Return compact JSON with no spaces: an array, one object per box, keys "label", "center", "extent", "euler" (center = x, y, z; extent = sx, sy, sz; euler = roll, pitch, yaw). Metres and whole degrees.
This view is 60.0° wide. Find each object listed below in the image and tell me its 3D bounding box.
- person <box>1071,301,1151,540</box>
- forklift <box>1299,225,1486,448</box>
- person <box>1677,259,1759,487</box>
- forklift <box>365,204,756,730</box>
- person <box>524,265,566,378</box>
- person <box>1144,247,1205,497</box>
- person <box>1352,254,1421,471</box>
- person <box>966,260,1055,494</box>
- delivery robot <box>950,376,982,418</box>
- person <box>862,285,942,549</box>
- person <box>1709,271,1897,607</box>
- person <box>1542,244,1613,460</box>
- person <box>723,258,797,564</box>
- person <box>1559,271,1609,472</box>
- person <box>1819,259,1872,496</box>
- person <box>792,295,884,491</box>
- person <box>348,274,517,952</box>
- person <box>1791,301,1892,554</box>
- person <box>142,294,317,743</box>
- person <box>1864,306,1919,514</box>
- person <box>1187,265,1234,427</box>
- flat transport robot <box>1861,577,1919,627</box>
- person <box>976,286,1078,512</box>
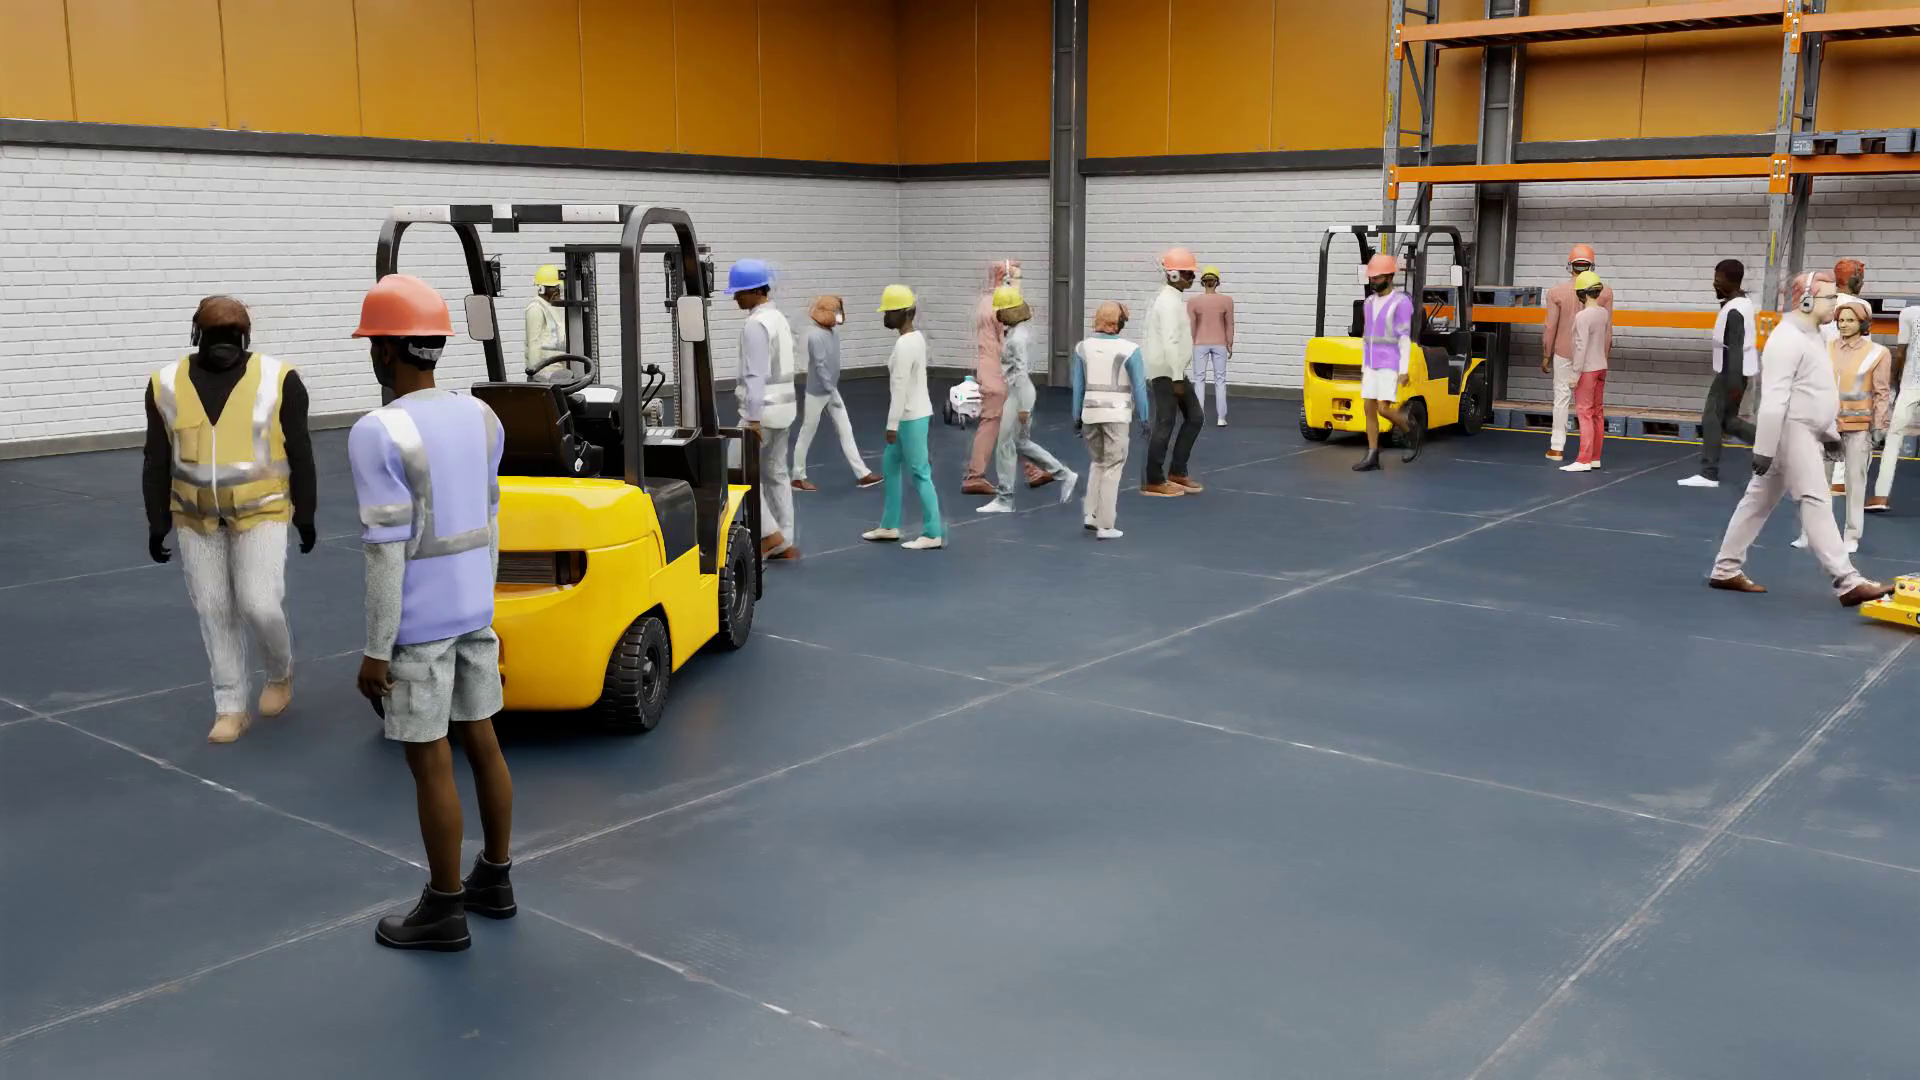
[{"label":"person","center":[1.041,-0.812,11.352],"extent":[0.528,1.625,0.428],"euler":[8,13,38]},{"label":"forklift","center":[4.449,-2.115,16.993],"extent":[1.214,2.155,2.313],"euler":[8,13,38]},{"label":"person","center":[6.371,-1.343,13.567],"extent":[0.763,1.885,0.617],"euler":[6,12,29]},{"label":"forklift","center":[-1.766,-0.406,7.525],"extent":[1.214,2.155,2.313],"euler":[1,10,7]},{"label":"person","center":[-3.710,-1.570,15.028],"extent":[0.406,1.817,0.660],"euler":[0,10,2]},{"label":"person","center":[1.746,-1.309,13.136],"extent":[0.622,1.970,0.649],"euler":[3,11,14]},{"label":"person","center":[3.774,-1.556,14.661],"extent":[0.587,1.915,0.554],"euler":[-6,12,-28]},{"label":"person","center":[0.457,-1.297,13.366],"extent":[0.930,1.866,0.668],"euler":[-2,10,-9]},{"label":"delivery robot","center":[0.103,-1.546,18.124],"extent":[0.477,0.478,0.707],"euler":[-2,10,-9]},{"label":"person","center":[-0.430,-0.797,10.942],"extent":[0.715,1.734,0.547],"euler":[1,10,8]},{"label":"person","center":[4.769,-0.564,9.342],"extent":[0.999,1.855,0.648],"euler":[6,12,31]},{"label":"person","center":[5.699,-1.725,15.379],"extent":[0.610,1.996,0.378],"euler":[2,10,10]},{"label":"person","center":[-1.237,-0.780,10.348],"extent":[0.463,1.915,0.658],"euler":[2,10,13]},{"label":"person","center":[5.510,-1.476,14.649],"extent":[0.329,1.765,0.525],"euler":[10,14,44]},{"label":"person","center":[7.026,-1.300,13.334],"extent":[0.337,1.882,0.583],"euler":[-4,11,-21]},{"label":"person","center":[-1.013,-1.168,13.407],"extent":[0.839,1.586,0.501],"euler":[4,11,22]},{"label":"person","center":[-1.534,0.217,4.777],"extent":[0.375,1.939,0.546],"euler":[4,11,23]},{"label":"person","center":[5.772,-0.733,10.870],"extent":[0.314,1.642,0.514],"euler":[-9,13,-40]},{"label":"person","center":[-2.969,-0.083,6.771],"extent":[0.660,1.819,0.432],"euler":[-1,10,-6]},{"label":"person","center":[7.082,-1.081,12.252],"extent":[0.769,1.845,0.535],"euler":[2,11,13]},{"label":"person","center":[2.720,-2.104,18.142],"extent":[0.524,1.760,0.327],"euler":[1,10,4]},{"label":"flat transport robot","center":[5.587,0.303,8.923],"extent":[1.431,0.197,0.652],"euler":[-6,12,-29]},{"label":"person","center":[0.507,-1.035,12.370],"extent":[0.699,1.700,0.533],"euler":[1,10,3]}]
